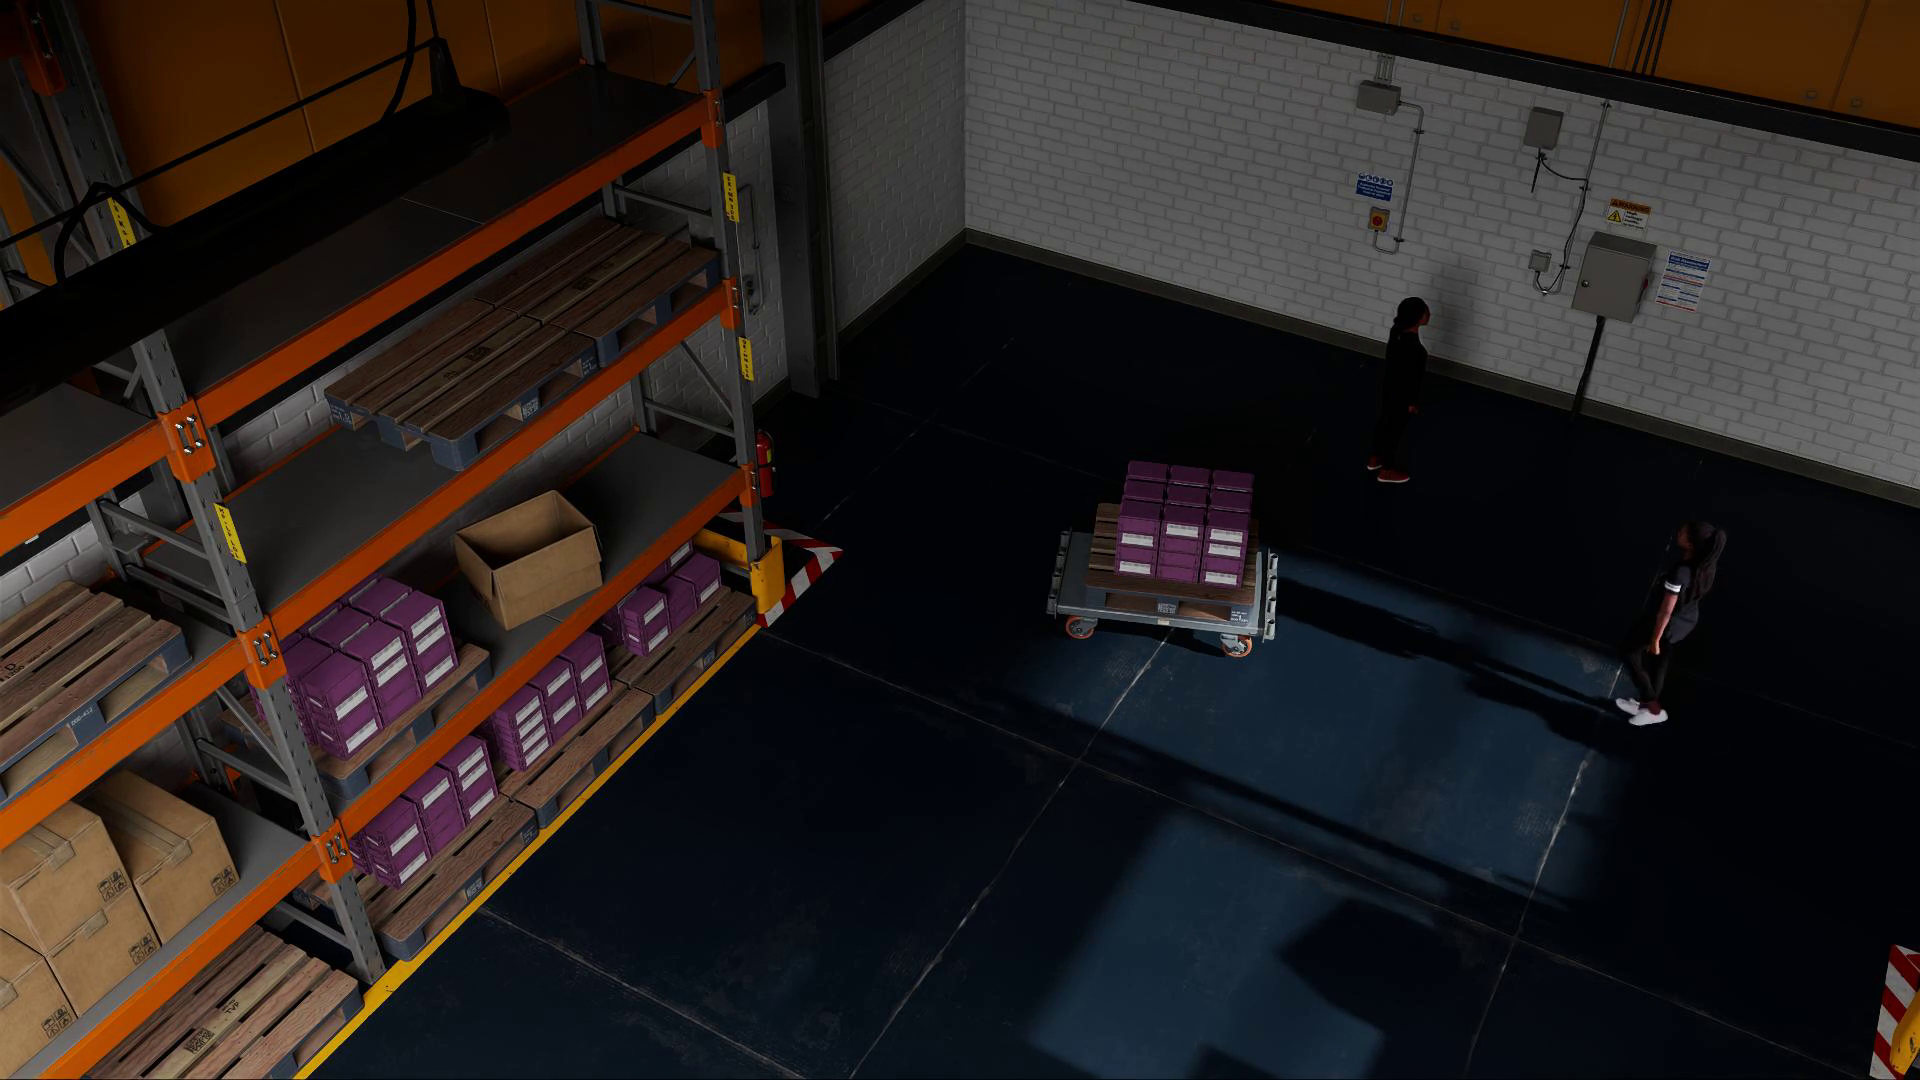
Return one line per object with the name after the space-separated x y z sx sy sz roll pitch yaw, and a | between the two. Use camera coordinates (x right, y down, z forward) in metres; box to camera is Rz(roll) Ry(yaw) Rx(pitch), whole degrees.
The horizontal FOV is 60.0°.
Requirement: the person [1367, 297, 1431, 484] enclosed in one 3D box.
3.554 -1.219 13.446 0.742 1.674 0.679 -9 39 -11 | person

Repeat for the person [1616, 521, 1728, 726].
4.808 0.607 11.122 0.746 1.721 0.800 -25 45 -28 | person
